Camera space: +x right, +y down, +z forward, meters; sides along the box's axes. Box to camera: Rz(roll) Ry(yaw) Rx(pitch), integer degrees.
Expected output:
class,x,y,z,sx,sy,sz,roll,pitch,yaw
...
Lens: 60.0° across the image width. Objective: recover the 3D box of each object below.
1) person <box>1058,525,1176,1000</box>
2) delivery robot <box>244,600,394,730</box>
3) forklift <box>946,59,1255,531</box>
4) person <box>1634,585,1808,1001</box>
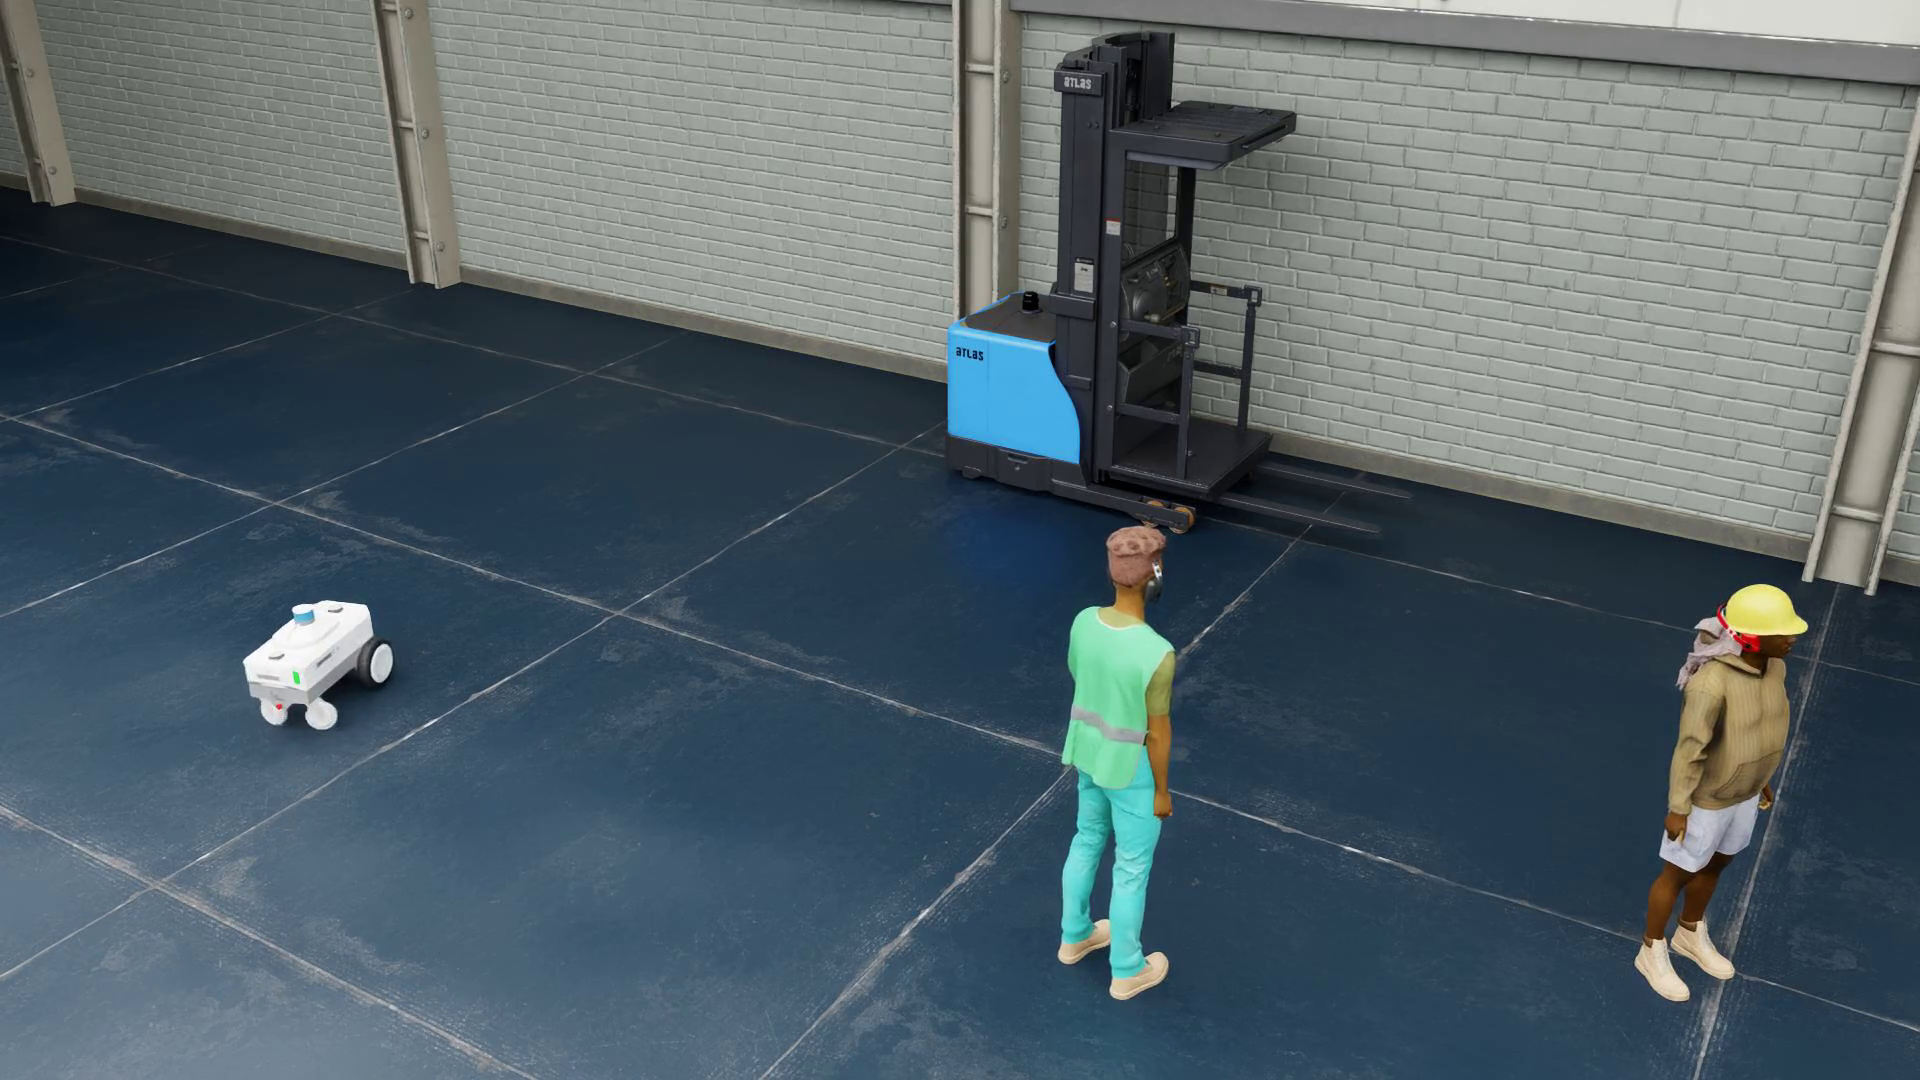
class,x,y,z,sx,sy,sz,roll,pitch,yaw
person,0.600,0.871,6.438,0.382,1.972,0.480,-19,32,-35
delivery robot,-3.339,0.608,8.639,0.521,0.595,0.767,6,26,13
forklift,0.933,-1.707,10.833,1.873,2.768,1.129,15,29,28
person,2.934,0.956,6.481,0.552,1.764,0.397,-13,28,-26
